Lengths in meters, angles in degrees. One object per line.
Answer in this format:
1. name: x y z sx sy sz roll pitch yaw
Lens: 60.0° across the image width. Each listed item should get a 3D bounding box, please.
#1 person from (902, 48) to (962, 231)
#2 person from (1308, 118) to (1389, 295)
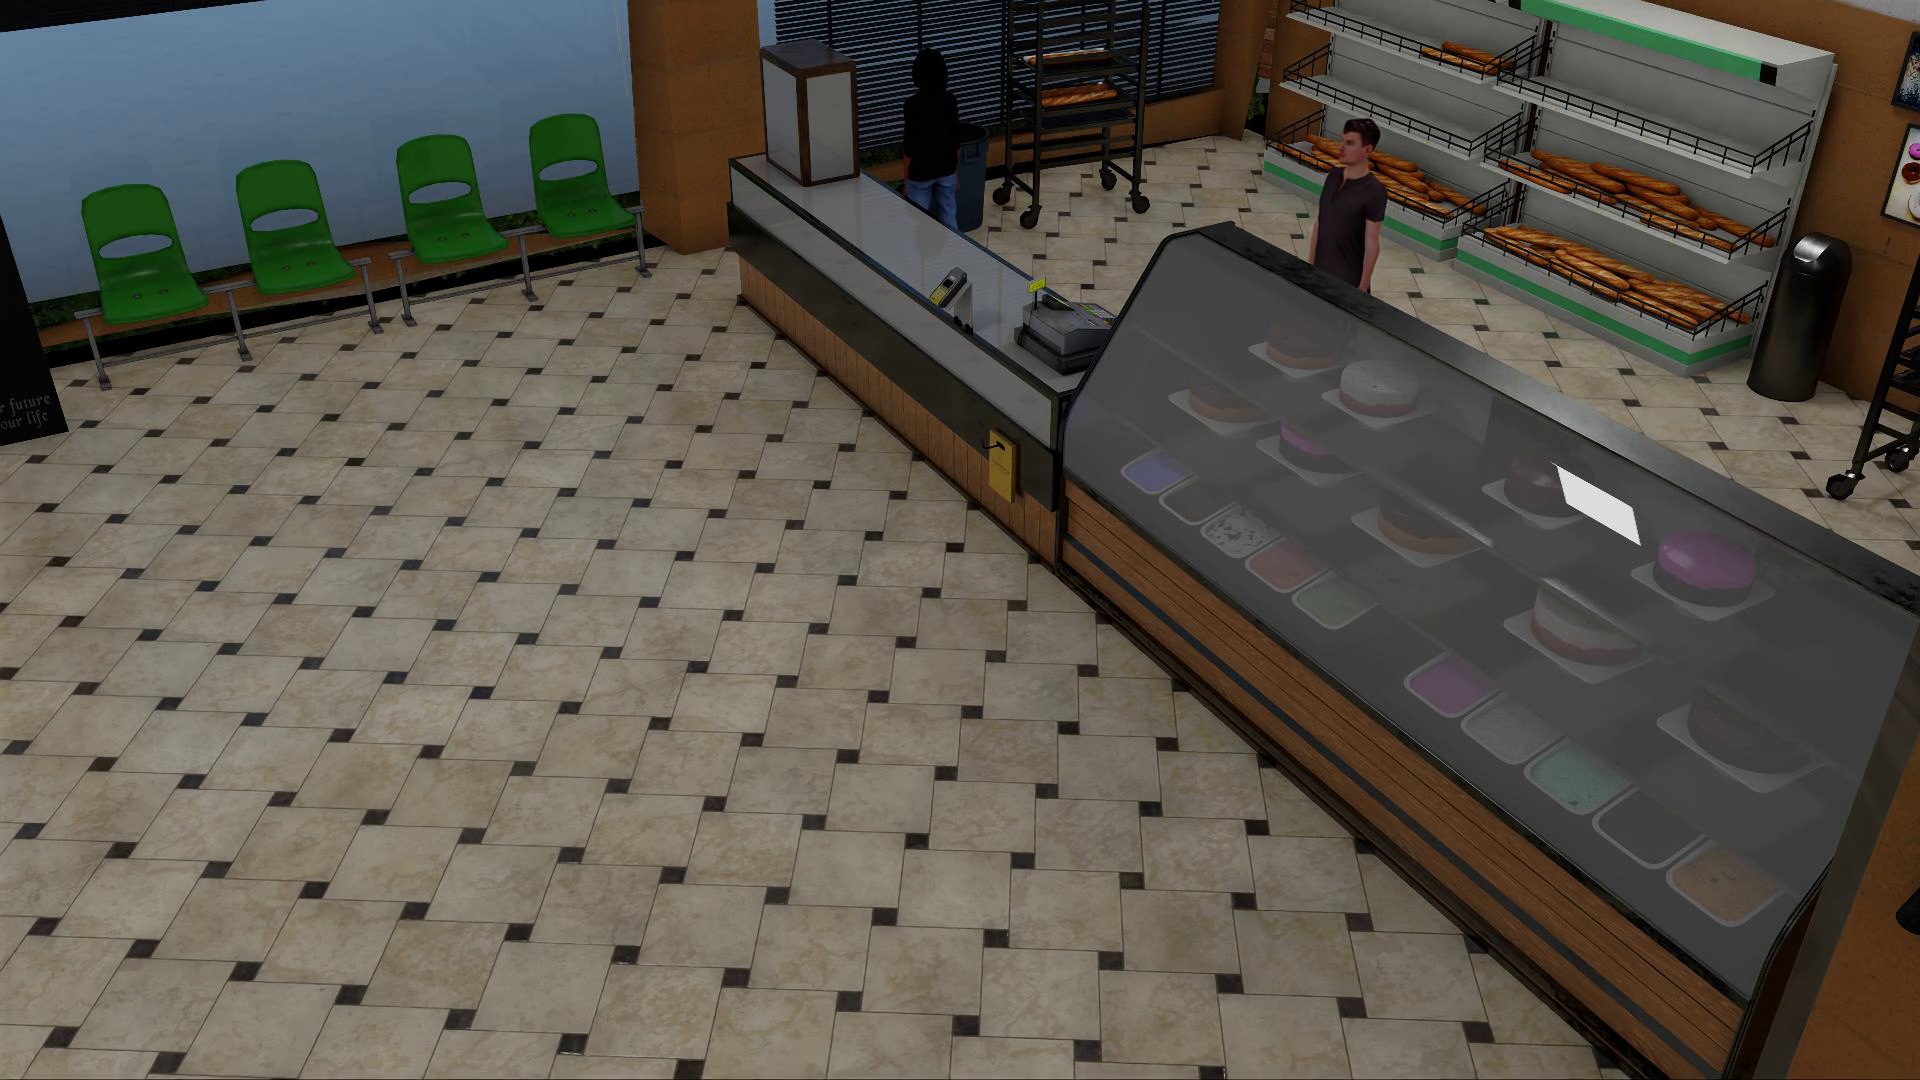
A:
1. person: -0.189 -2.396 10.985 0.519 1.702 0.660 -11 34 -18
2. person: 2.143 -1.460 9.337 0.524 1.853 0.631 -17 36 -25
